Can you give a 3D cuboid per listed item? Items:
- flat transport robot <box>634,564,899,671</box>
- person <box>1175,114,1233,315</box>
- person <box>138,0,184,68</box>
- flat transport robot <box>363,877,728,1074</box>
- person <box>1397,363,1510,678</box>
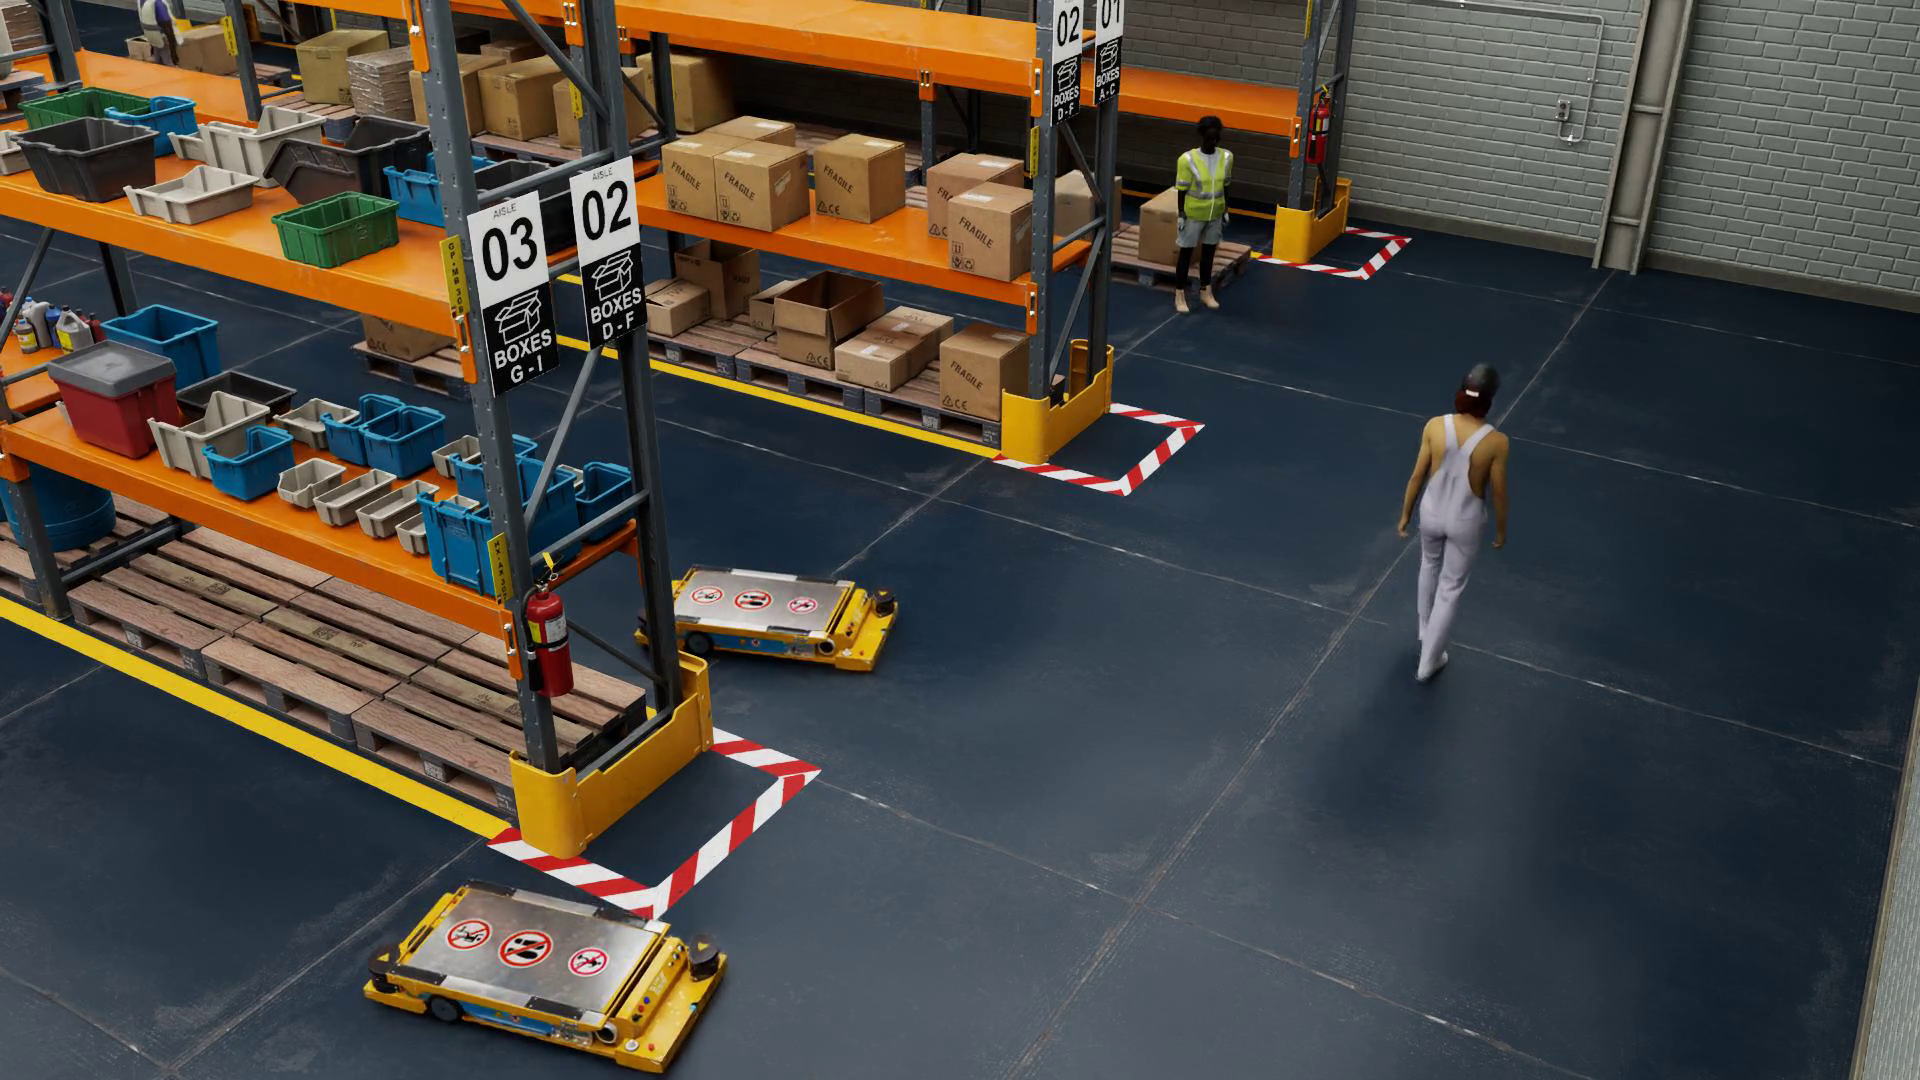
[{"bbox_3d":[-1.133,0.454,9.819,1.431,0.231,0.659,6,30,10],"label":"flat transport robot"},{"bbox_3d":[2.058,-2.764,14.122,0.534,1.698,0.318,-11,31,-20],"label":"person"},{"bbox_3d":[-9.202,-5.707,19.272,0.390,1.835,0.641,-26,38,-38],"label":"person"},{"bbox_3d":[-1.805,1.878,7.264,1.431,0.231,0.659,9,30,15],"label":"flat transport robot"},{"bbox_3d":[2.788,-0.149,9.288,0.569,1.835,0.763,17,34,28],"label":"person"}]
